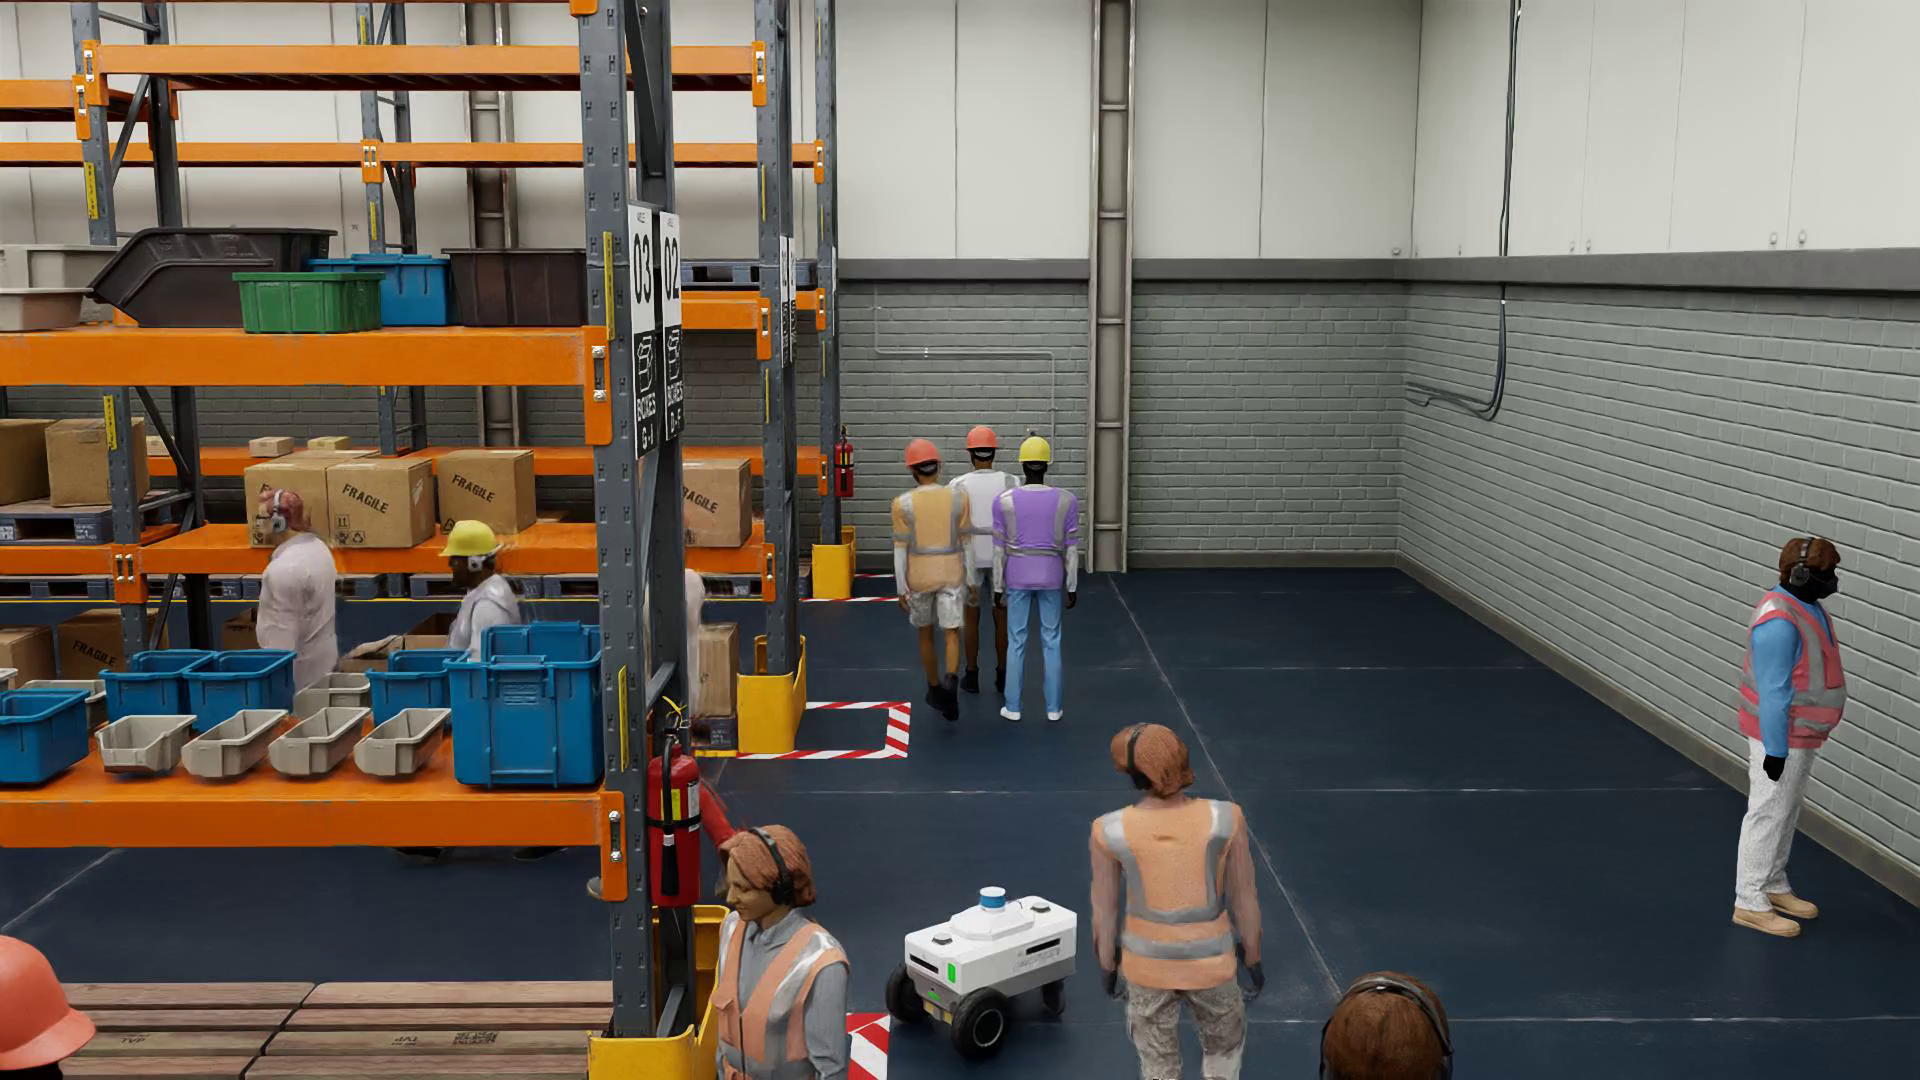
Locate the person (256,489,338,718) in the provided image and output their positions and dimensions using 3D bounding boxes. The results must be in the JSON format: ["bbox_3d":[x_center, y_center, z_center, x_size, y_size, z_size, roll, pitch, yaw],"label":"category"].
[{"bbox_3d":[-3.463,0.670,8.787,0.459,1.894,0.659,-1,9,-9],"label":"person"}]

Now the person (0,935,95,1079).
[{"bbox_3d":[-1.551,1.603,2.738,0.378,1.995,0.609,0,9,0],"label":"person"}]

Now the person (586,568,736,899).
[{"bbox_3d":[-1.397,0.780,7.863,0.790,1.964,0.621,5,11,29],"label":"person"}]

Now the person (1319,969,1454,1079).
[{"bbox_3d":[0.724,1.649,2.931,0.633,1.840,0.429,2,10,14],"label":"person"}]

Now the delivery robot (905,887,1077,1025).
[{"bbox_3d":[0.133,1.635,6.660,0.707,0.478,0.477,-7,12,-39],"label":"delivery robot"}]

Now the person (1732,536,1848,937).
[{"bbox_3d":[3.812,0.887,7.637,0.431,1.836,0.619,7,12,37],"label":"person"}]

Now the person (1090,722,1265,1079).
[{"bbox_3d":[0.687,1.374,5.289,0.556,1.616,0.378,1,9,6],"label":"person"}]

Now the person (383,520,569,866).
[{"bbox_3d":[-2.432,0.789,8.373,0.920,1.784,0.606,-3,10,-20],"label":"person"}]

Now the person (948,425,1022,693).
[{"bbox_3d":[0.170,0.140,11.965,0.544,1.920,0.418,-1,9,-4],"label":"person"}]

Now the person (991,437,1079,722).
[{"bbox_3d":[0.502,0.266,11.166,0.584,1.918,0.390,0,9,0],"label":"person"}]

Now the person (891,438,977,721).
[{"bbox_3d":[-0.165,0.275,11.185,0.598,1.896,0.842,-1,9,-5],"label":"person"}]

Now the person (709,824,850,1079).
[{"bbox_3d":[-0.457,1.526,4.334,0.313,1.631,0.525,-8,12,-42],"label":"person"}]
